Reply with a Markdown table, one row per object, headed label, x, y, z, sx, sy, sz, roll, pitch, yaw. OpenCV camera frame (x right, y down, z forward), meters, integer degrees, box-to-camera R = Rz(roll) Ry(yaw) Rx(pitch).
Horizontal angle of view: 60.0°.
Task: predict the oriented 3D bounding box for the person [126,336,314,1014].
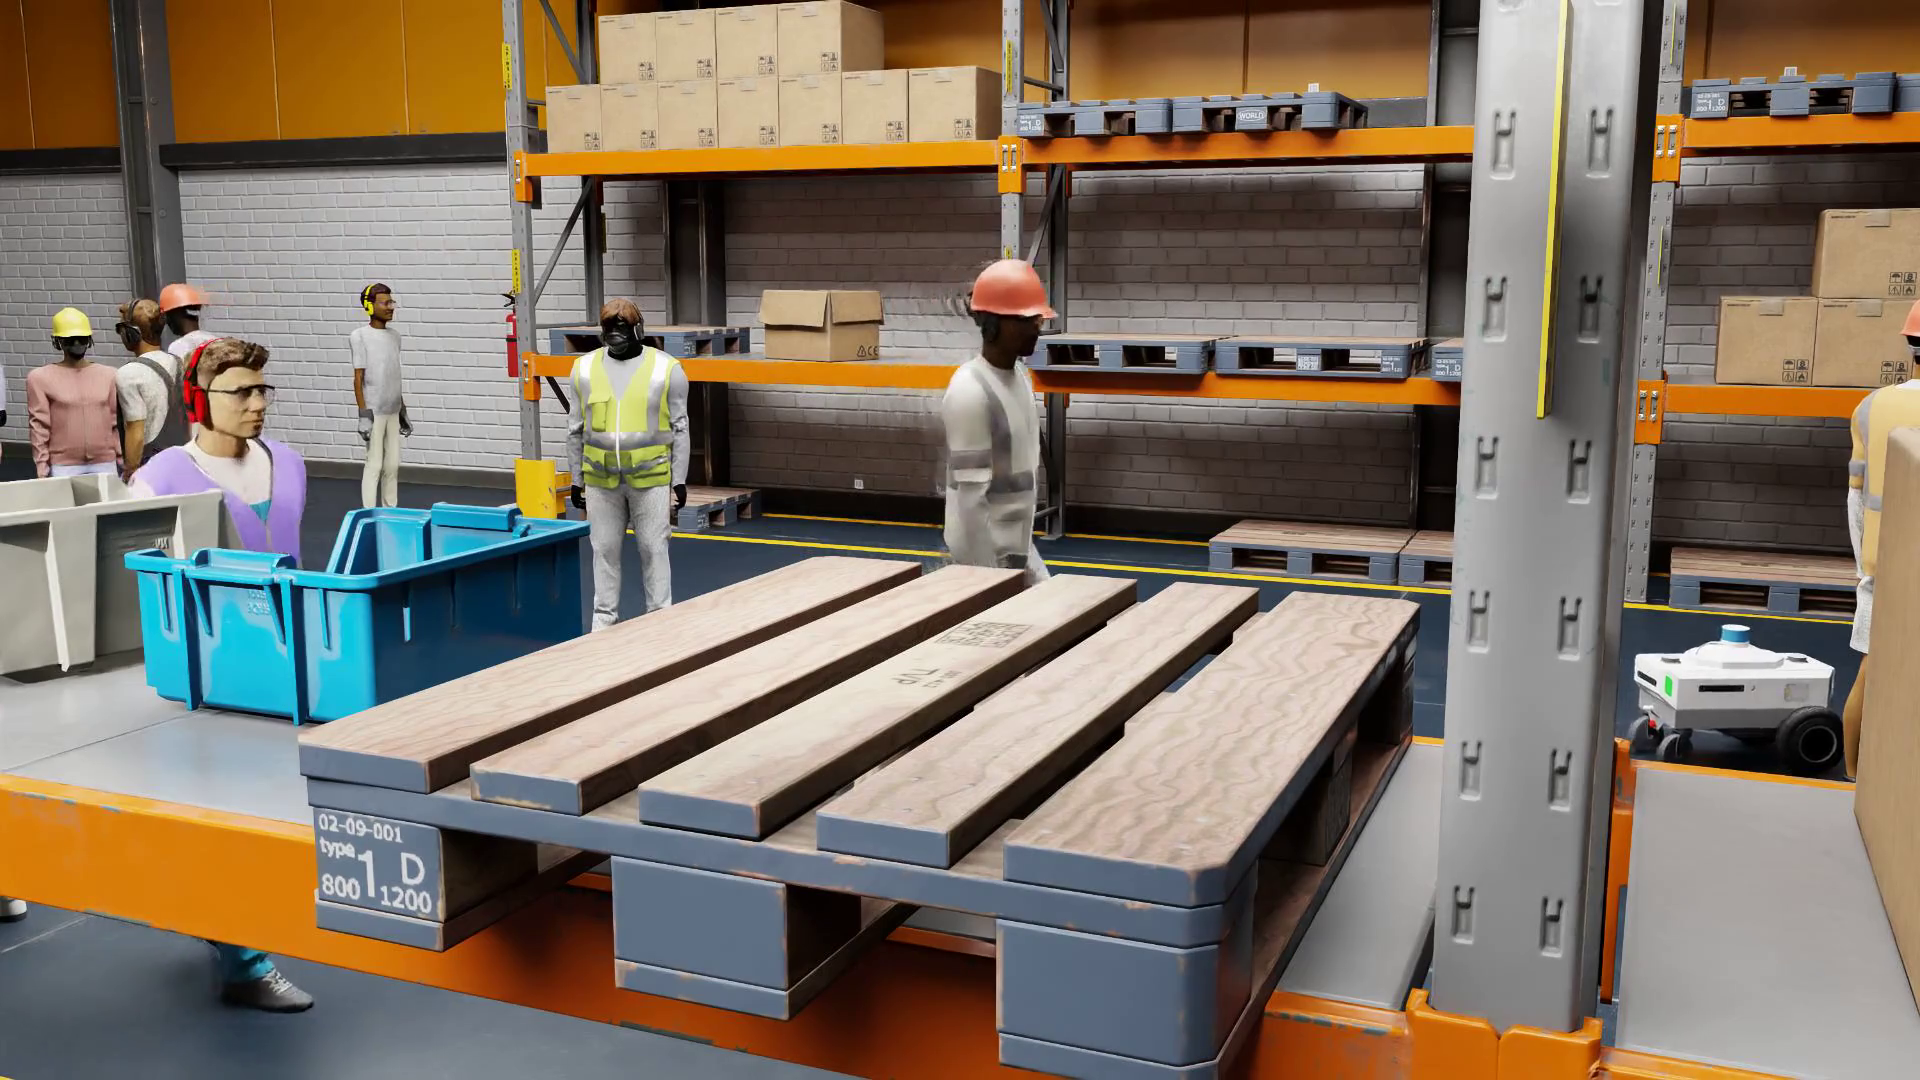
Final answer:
| label | x | y | z | sx | sy | sz | roll | pitch | yaw |
| --- | --- | --- | --- | --- | --- | --- | --- | --- | --- |
| person | -2.025 | 0.363 | 4.521 | 0.535 | 1.835 | 0.577 | 3 | 10 | 19 |

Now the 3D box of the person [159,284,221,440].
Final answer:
| label | x | y | z | sx | sy | sz | roll | pitch | yaw |
| --- | --- | --- | --- | --- | --- | --- | --- | --- | --- |
| person | -4.772 | -0.697 | 10.720 | 0.841 | 1.897 | 0.606 | 1 | 9 | 3 |

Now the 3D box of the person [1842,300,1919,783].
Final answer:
| label | x | y | z | sx | sy | sz | roll | pitch | yaw |
| --- | --- | --- | --- | --- | --- | --- | --- | --- | --- |
| person | 3.360 | 0.095 | 5.815 | 0.360 | 1.938 | 0.545 | -3 | 10 | -18 |

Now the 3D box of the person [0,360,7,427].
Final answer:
| label | x | y | z | sx | sy | sz | roll | pitch | yaw |
| --- | --- | --- | --- | --- | --- | --- | --- | --- | --- |
| person | -7.644 | -1.012 | 12.727 | 0.633 | 1.843 | 0.429 | -5 | 11 | -26 |

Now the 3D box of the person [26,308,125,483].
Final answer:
| label | x | y | z | sx | sy | sz | roll | pitch | yaw |
| --- | --- | --- | --- | --- | --- | --- | --- | --- | --- |
| person | -5.010 | -0.436 | 9.506 | 0.313 | 1.768 | 0.527 | 9 | 13 | 44 |

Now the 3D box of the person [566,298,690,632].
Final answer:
| label | x | y | z | sx | sy | sz | roll | pitch | yaw |
| --- | --- | --- | --- | --- | --- | --- | --- | --- | --- |
| person | -1.704 | -0.310 | 8.528 | 0.633 | 1.842 | 0.429 | 0 | 9 | 2 |

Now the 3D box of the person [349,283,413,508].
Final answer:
| label | x | y | z | sx | sy | sz | roll | pitch | yaw |
| --- | --- | --- | --- | --- | --- | --- | --- | --- | --- |
| person | -4.178 | -0.918 | 12.070 | 0.328 | 1.876 | 0.514 | 3 | 10 | 19 |

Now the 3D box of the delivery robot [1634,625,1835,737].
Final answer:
| label | x | y | z | sx | sy | sz | roll | pitch | yaw |
| --- | --- | --- | --- | --- | --- | --- | --- | --- | --- |
| delivery robot | 3.118 | 0.586 | 6.723 | 0.707 | 0.478 | 0.477 | 0 | 10 | -1 |

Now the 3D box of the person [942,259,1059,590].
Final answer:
| label | x | y | z | sx | sy | sz | roll | pitch | yaw |
| --- | --- | --- | --- | --- | --- | --- | --- | --- | --- |
| person | 0.161 | 0.018 | 5.998 | 0.431 | 2.028 | 0.654 | 4 | 10 | 23 |

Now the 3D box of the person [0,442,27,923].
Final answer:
| label | x | y | z | sx | sy | sz | roll | pitch | yaw |
| --- | --- | --- | --- | --- | --- | --- | --- | --- | --- |
| person | -3.041 | 0.264 | 4.863 | 0.381 | 1.917 | 0.585 | 1 | 10 | 7 |

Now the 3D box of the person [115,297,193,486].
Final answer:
| label | x | y | z | sx | sy | sz | roll | pitch | yaw |
| --- | --- | --- | --- | --- | --- | --- | --- | --- | --- |
| person | -4.105 | -0.306 | 8.494 | 0.345 | 1.846 | 0.508 | 1 | 10 | 9 |
